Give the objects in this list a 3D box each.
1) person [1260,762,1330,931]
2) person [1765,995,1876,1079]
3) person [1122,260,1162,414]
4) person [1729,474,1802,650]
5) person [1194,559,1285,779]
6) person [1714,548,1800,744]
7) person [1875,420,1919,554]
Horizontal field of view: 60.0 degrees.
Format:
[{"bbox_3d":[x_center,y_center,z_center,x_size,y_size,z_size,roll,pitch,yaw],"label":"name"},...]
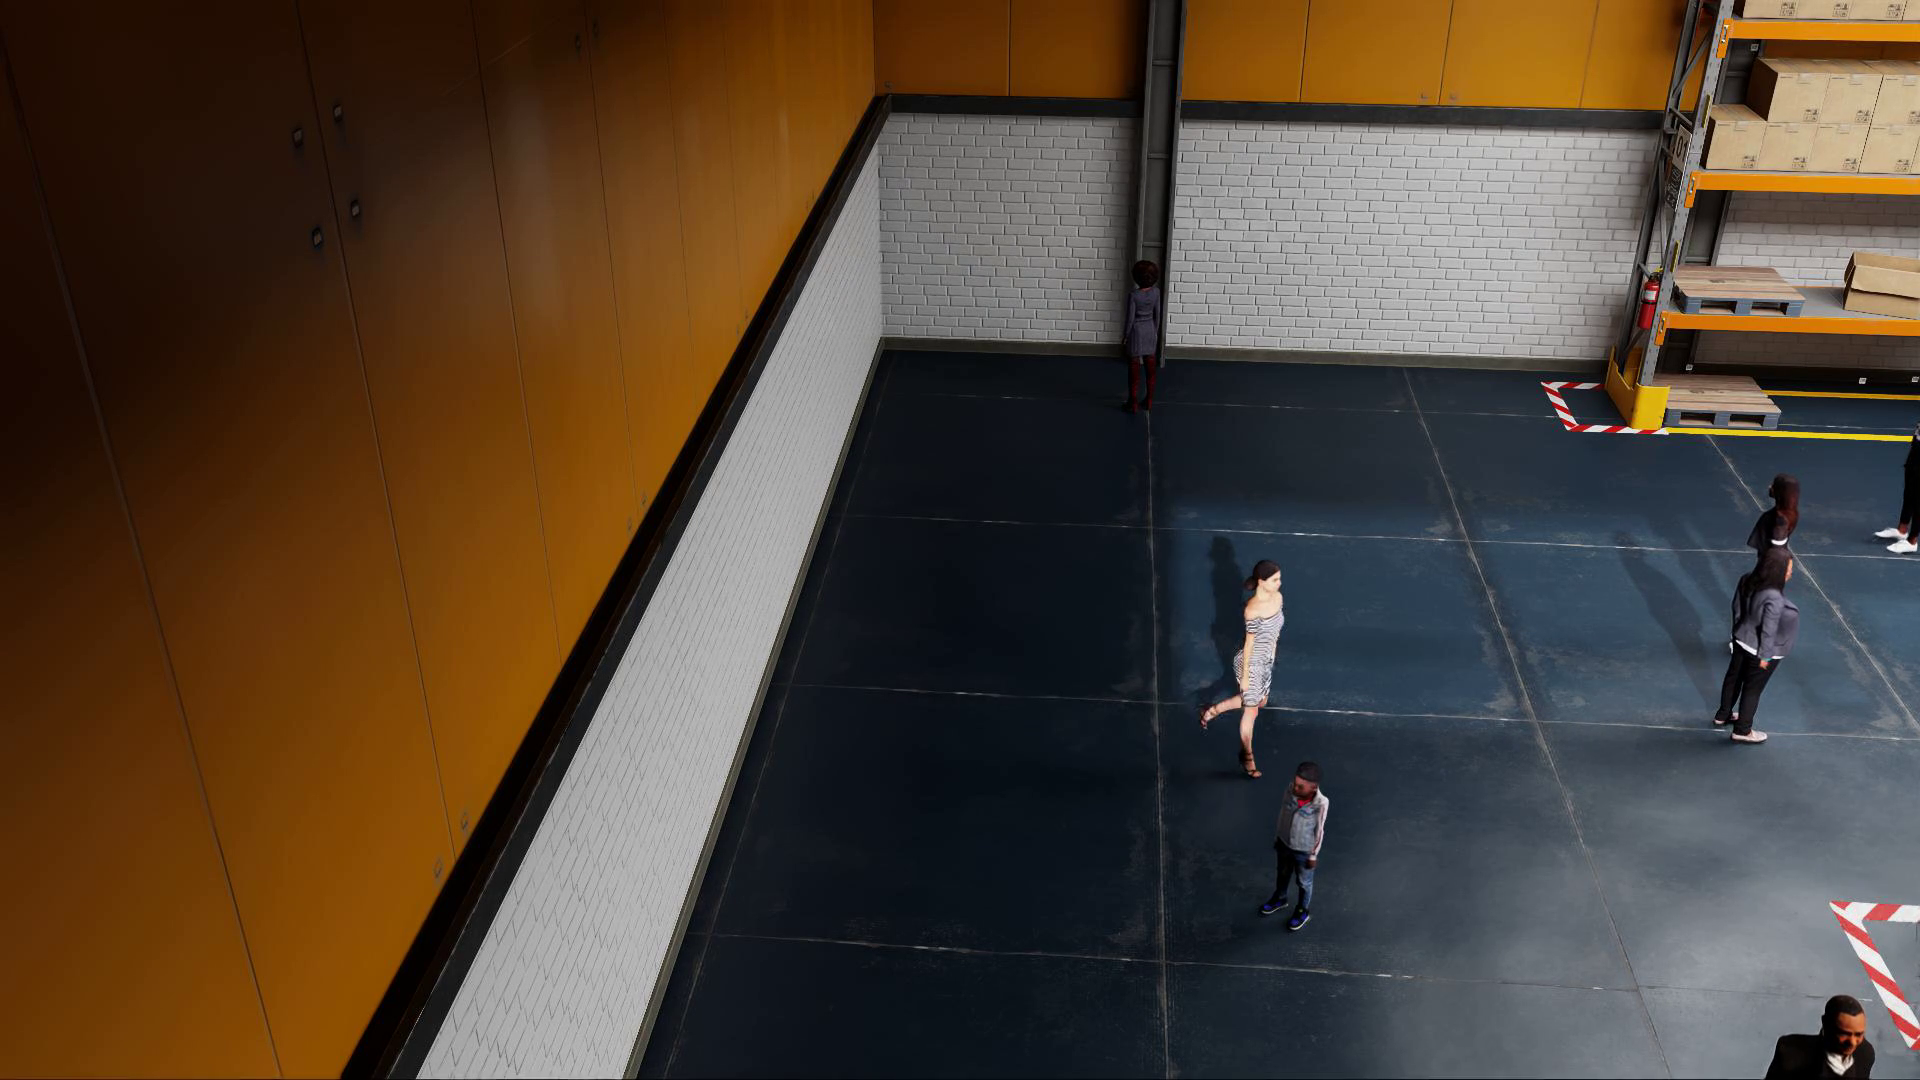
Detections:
[{"bbox_3d":[2.232,1.967,10.920,0.628,1.260,0.564,-25,37,-37],"label":"person"},{"bbox_3d":[4.200,3.006,8.343,0.608,1.904,0.786,-2,29,-4],"label":"person"},{"bbox_3d":[1.982,-2.221,18.127,0.611,1.710,0.727,-12,31,-21],"label":"person"},{"bbox_3d":[6.711,0.197,13.769,0.721,1.639,0.702,16,33,27],"label":"person"},{"bbox_3d":[2.085,0.917,12.274,0.985,1.806,0.880,23,36,35],"label":"person"},{"bbox_3d":[6.094,0.786,12.725,0.710,1.604,0.717,-3,29,-5],"label":"person"},{"bbox_3d":[8.887,-0.709,15.334,0.549,1.730,0.612,4,29,7],"label":"person"}]
